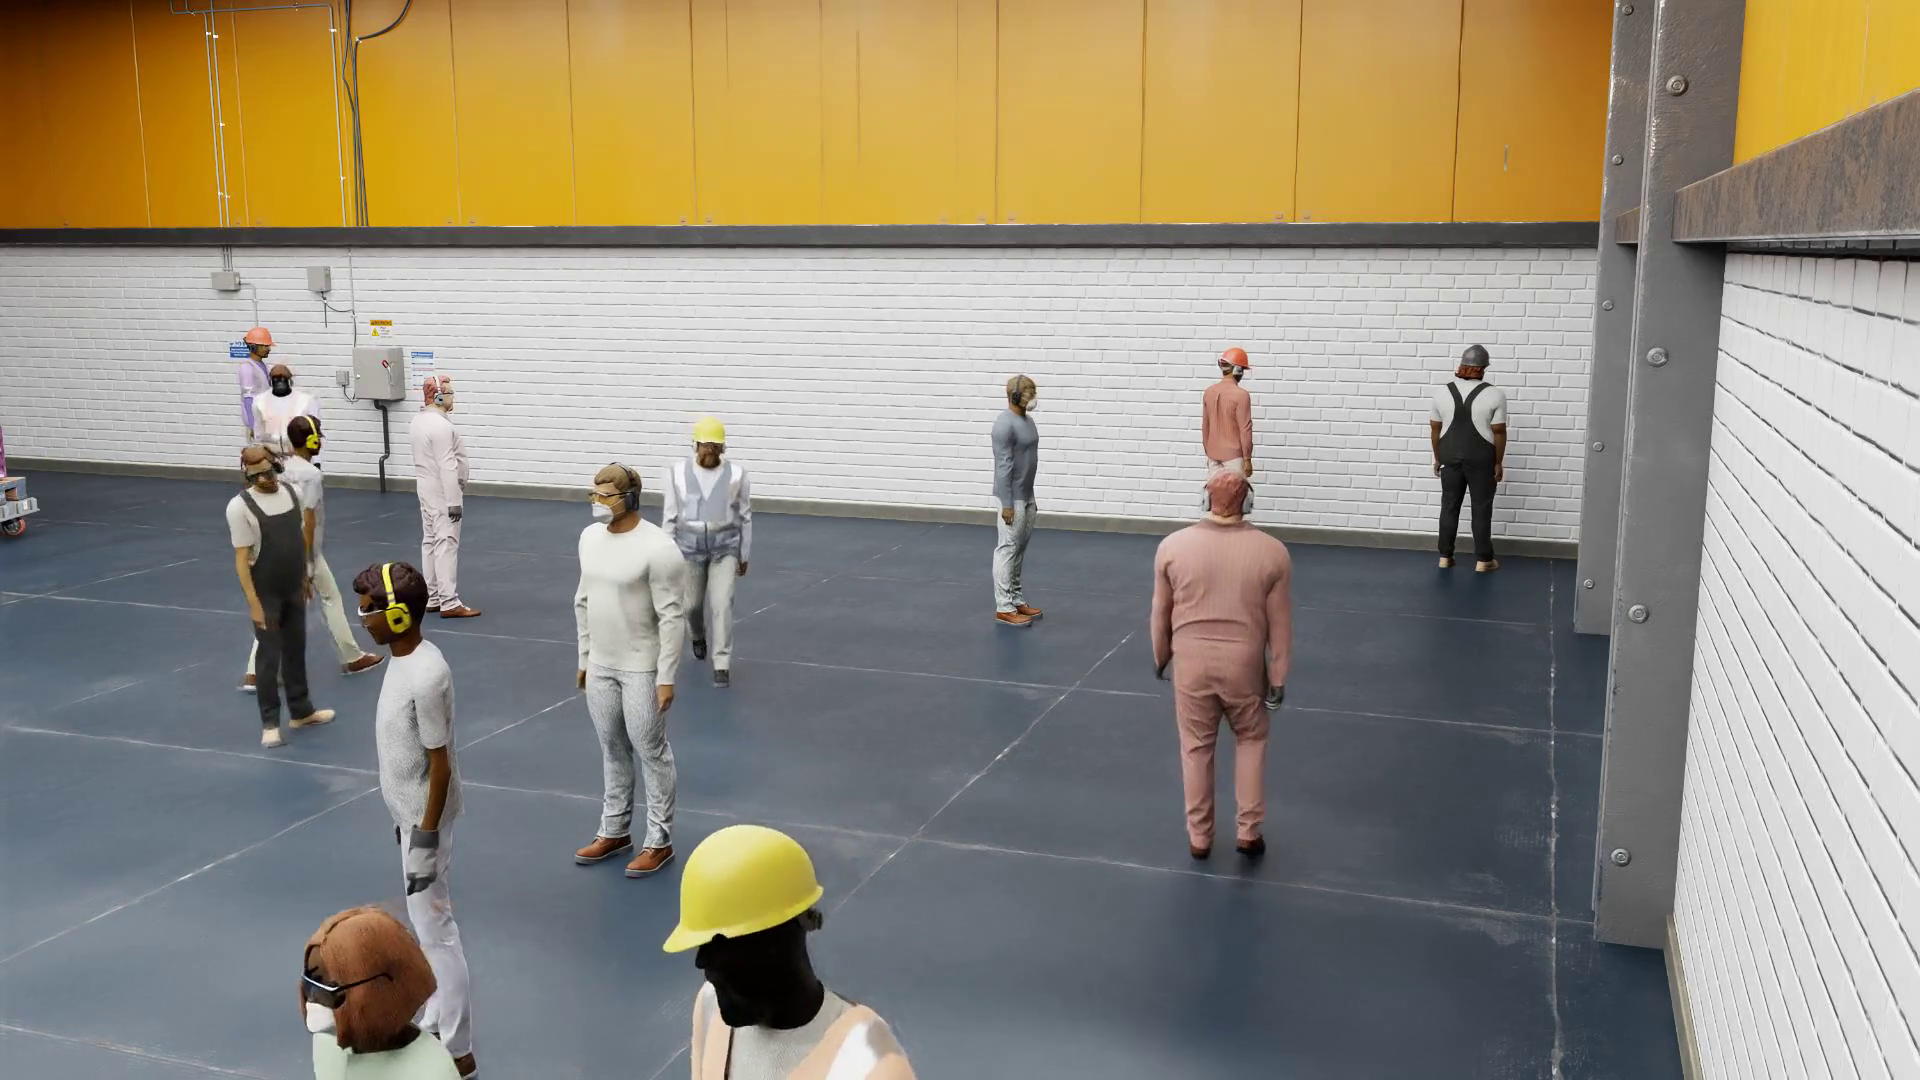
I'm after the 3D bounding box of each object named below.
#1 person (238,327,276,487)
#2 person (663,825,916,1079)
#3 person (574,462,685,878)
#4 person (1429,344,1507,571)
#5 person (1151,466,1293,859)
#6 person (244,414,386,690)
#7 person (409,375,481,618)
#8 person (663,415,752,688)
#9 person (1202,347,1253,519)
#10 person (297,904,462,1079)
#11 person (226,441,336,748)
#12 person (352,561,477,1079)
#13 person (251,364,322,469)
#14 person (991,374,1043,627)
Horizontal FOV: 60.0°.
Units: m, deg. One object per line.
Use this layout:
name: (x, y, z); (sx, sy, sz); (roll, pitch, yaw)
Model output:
person: (-7.679, -1.321, 18.303); (0.410, 2.032, 0.608); (-1, 10, -5)
person: (-0.325, 1.445, 3.091); (0.409, 1.902, 0.610); (-9, 13, -41)
person: (-1.550, 0.596, 7.750); (0.627, 1.941, 0.373); (7, 12, 34)
person: (4.612, -0.748, 15.030); (0.681, 2.000, 0.536); (8, 13, 36)
person: (1.230, 0.593, 7.882); (0.668, 1.898, 0.452); (2, 10, 12)
person: (-4.390, 0.072, 11.084); (0.520, 1.809, 1.020); (6, 12, 32)
person: (-4.068, -0.340, 13.114); (0.408, 1.908, 0.638); (-8, 13, -36)
person: (-1.696, 0.044, 11.227); (0.592, 1.807, 0.739); (-1, 10, -5)
person: (2.496, -0.783, 15.385); (0.392, 1.986, 0.609); (-7, 12, -33)
person: (-1.112, 1.511, 3.500); (0.500, 1.620, 0.565); (8, 13, 39)
person: (-3.975, 0.299, 9.826); (0.358, 1.813, 0.709); (5, 11, 24)
person: (-1.889, 0.987, 5.762); (0.327, 1.865, 0.519); (-5, 11, -25)
person: (-6.496, -0.815, 16.112); (0.625, 1.807, 0.926); (-2, 10, -13)
person: (0.446, -0.315, 12.882); (0.373, 1.940, 0.628); (4, 11, 20)
